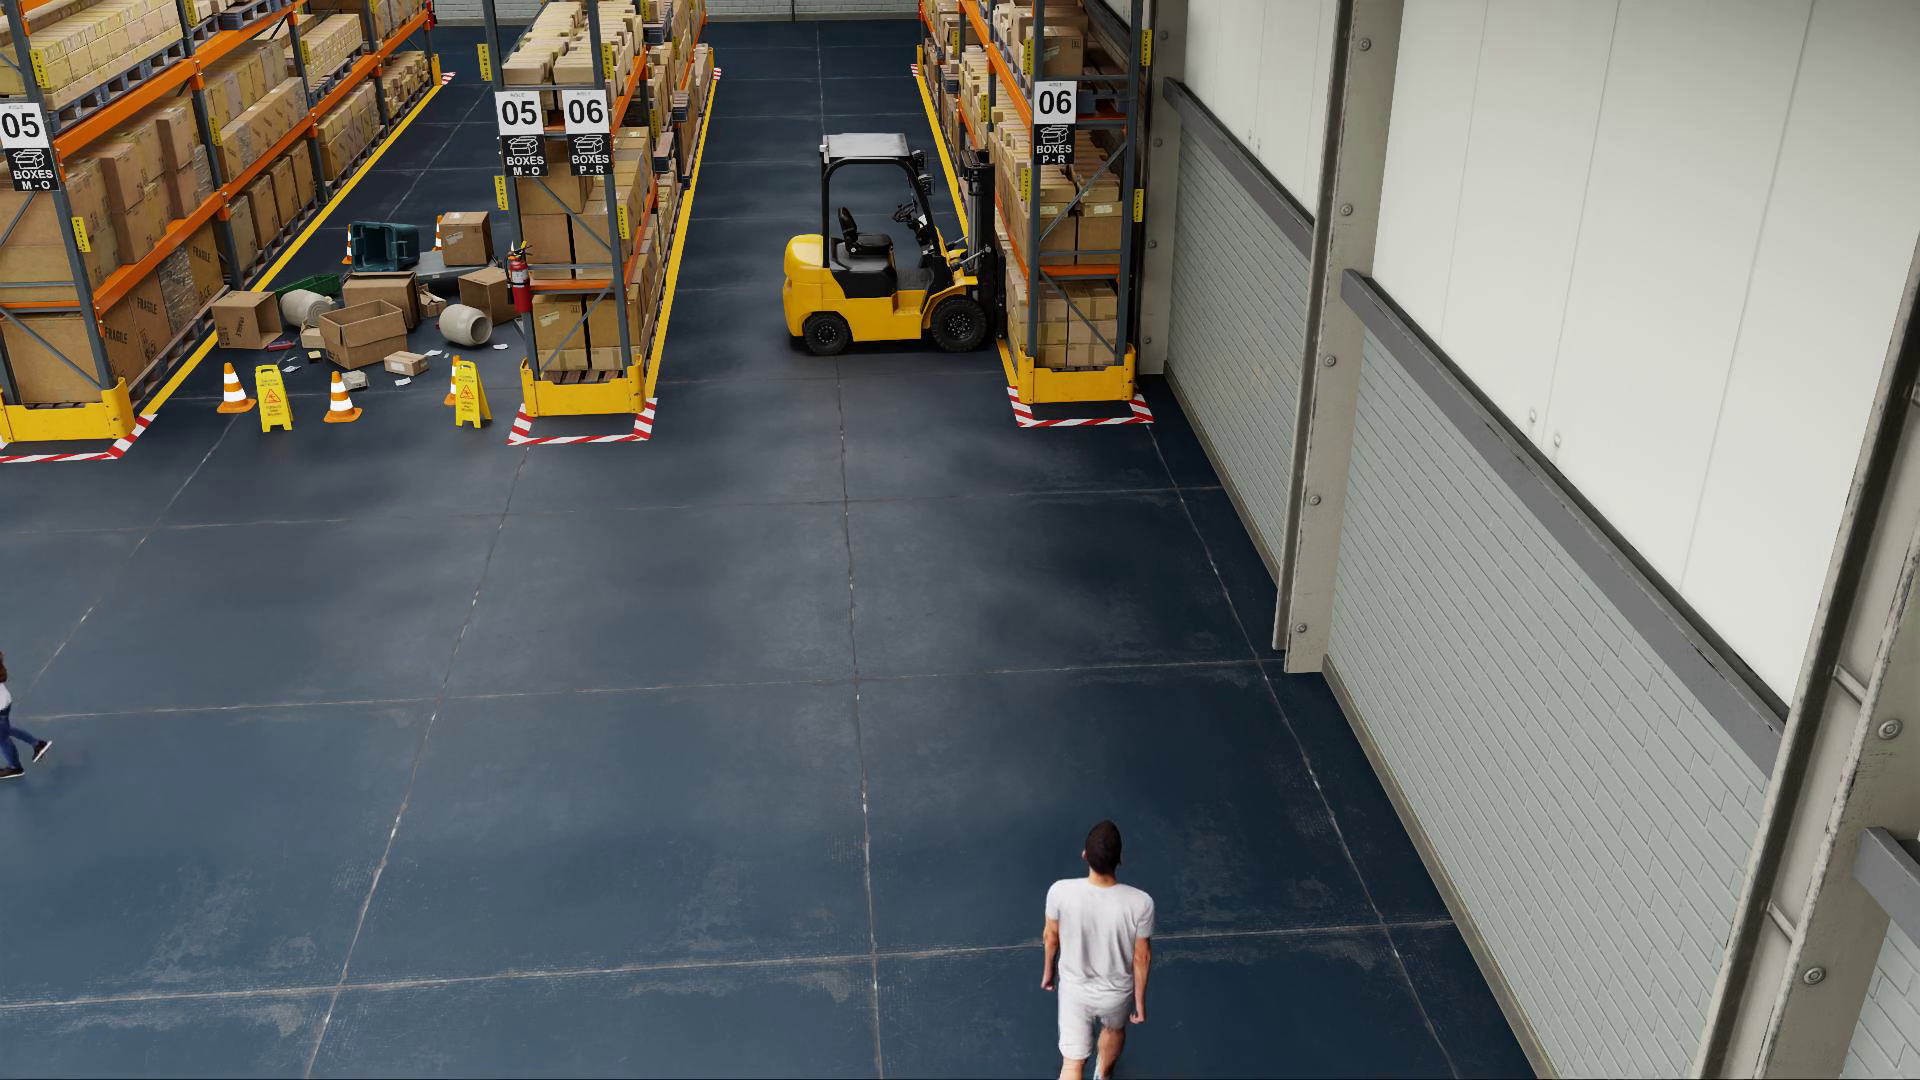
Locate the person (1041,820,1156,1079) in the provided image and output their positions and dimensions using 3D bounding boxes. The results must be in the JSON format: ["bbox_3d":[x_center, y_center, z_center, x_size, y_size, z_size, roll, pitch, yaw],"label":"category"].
[{"bbox_3d":[0.629,2.191,7.946,0.927,1.819,1.280,5,28,10],"label":"person"}]

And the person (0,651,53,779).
[{"bbox_3d":[-6.280,1.055,10.931,0.587,1.106,0.575,-11,29,-20],"label":"person"}]
